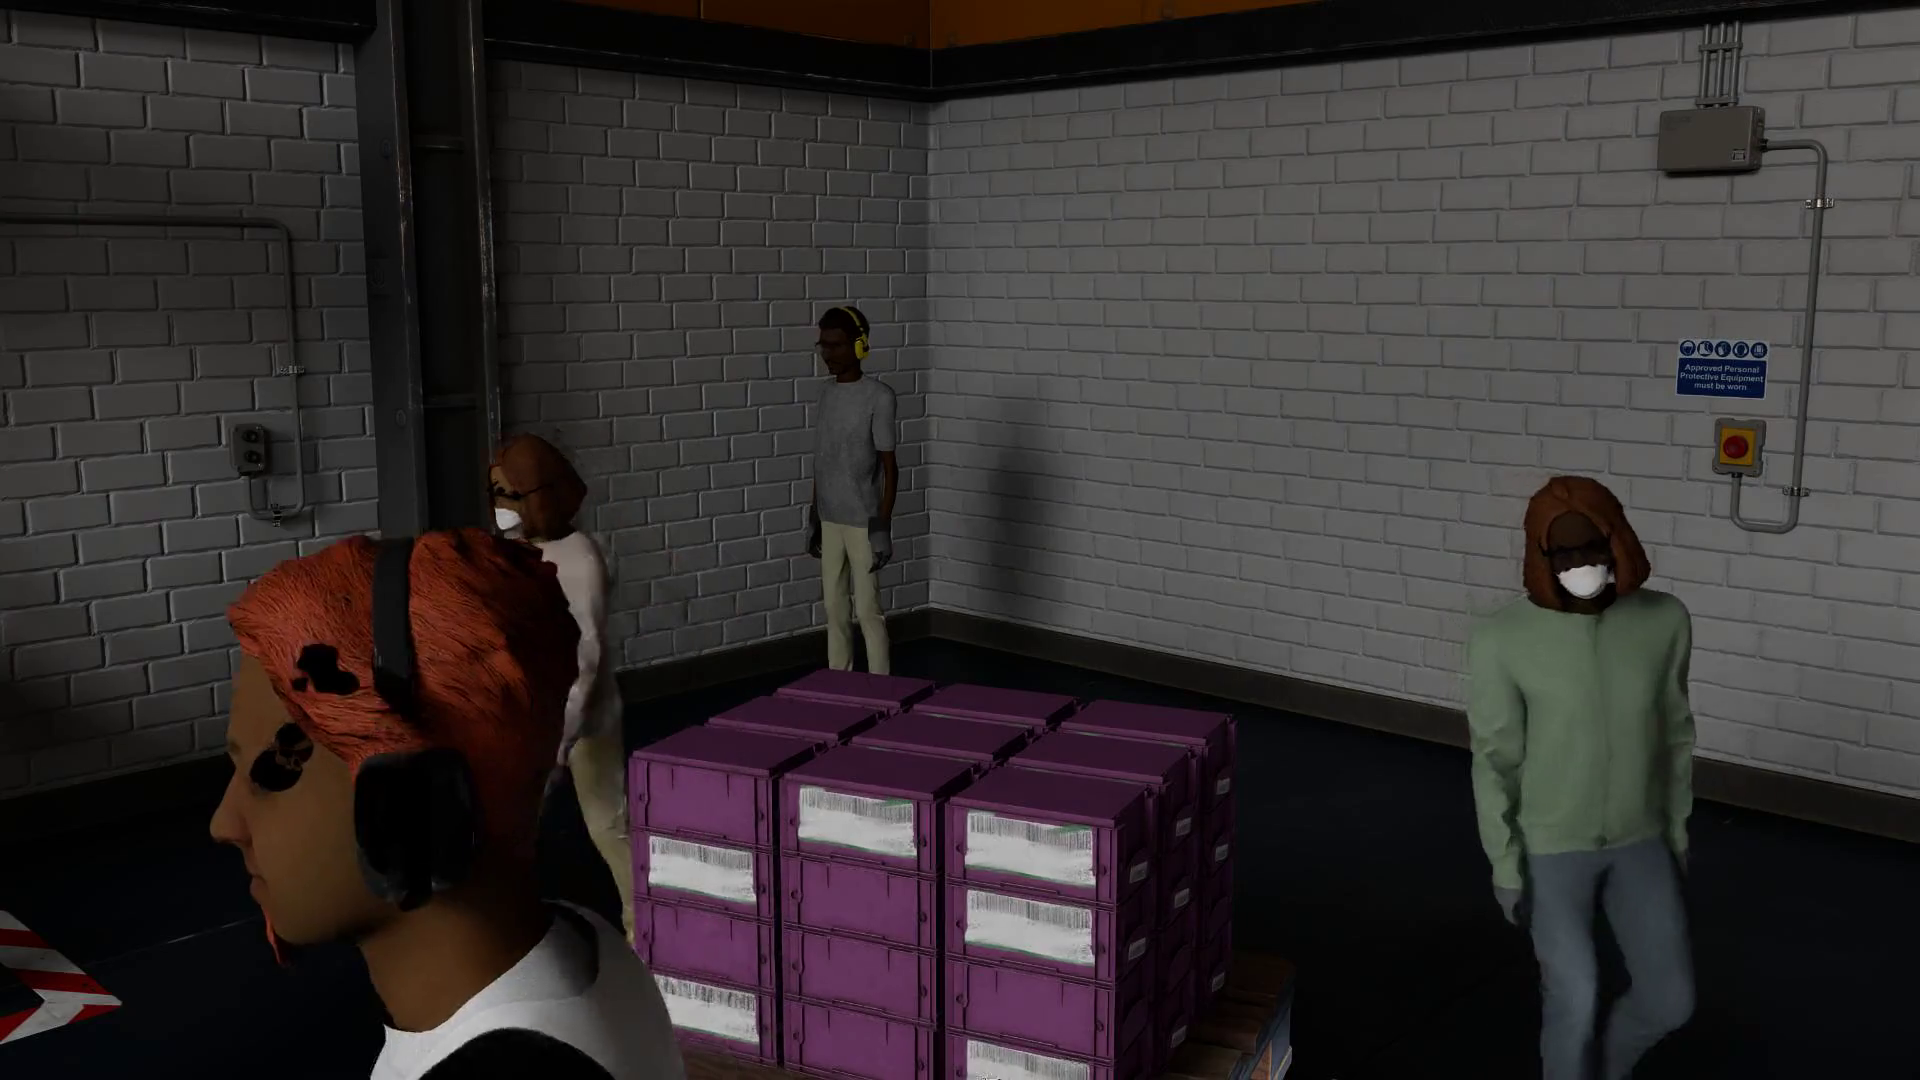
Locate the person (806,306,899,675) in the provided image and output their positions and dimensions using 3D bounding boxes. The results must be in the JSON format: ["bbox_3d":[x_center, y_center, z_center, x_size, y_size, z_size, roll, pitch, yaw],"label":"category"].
[{"bbox_3d":[-0.483,-0.066,7.163,0.516,1.865,0.329,9,13,43],"label":"person"}]

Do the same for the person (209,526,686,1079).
[{"bbox_3d":[-0.254,0.907,1.210,0.830,1.862,0.594,-2,10,-15],"label":"person"}]

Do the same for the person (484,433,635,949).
[{"bbox_3d":[-1.144,0.512,4.427,0.843,1.586,0.531,-9,13,-43],"label":"person"}]

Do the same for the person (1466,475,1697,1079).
[{"bbox_3d":[1.311,0.659,3.479,0.533,1.605,0.333,-1,9,-8],"label":"person"}]
